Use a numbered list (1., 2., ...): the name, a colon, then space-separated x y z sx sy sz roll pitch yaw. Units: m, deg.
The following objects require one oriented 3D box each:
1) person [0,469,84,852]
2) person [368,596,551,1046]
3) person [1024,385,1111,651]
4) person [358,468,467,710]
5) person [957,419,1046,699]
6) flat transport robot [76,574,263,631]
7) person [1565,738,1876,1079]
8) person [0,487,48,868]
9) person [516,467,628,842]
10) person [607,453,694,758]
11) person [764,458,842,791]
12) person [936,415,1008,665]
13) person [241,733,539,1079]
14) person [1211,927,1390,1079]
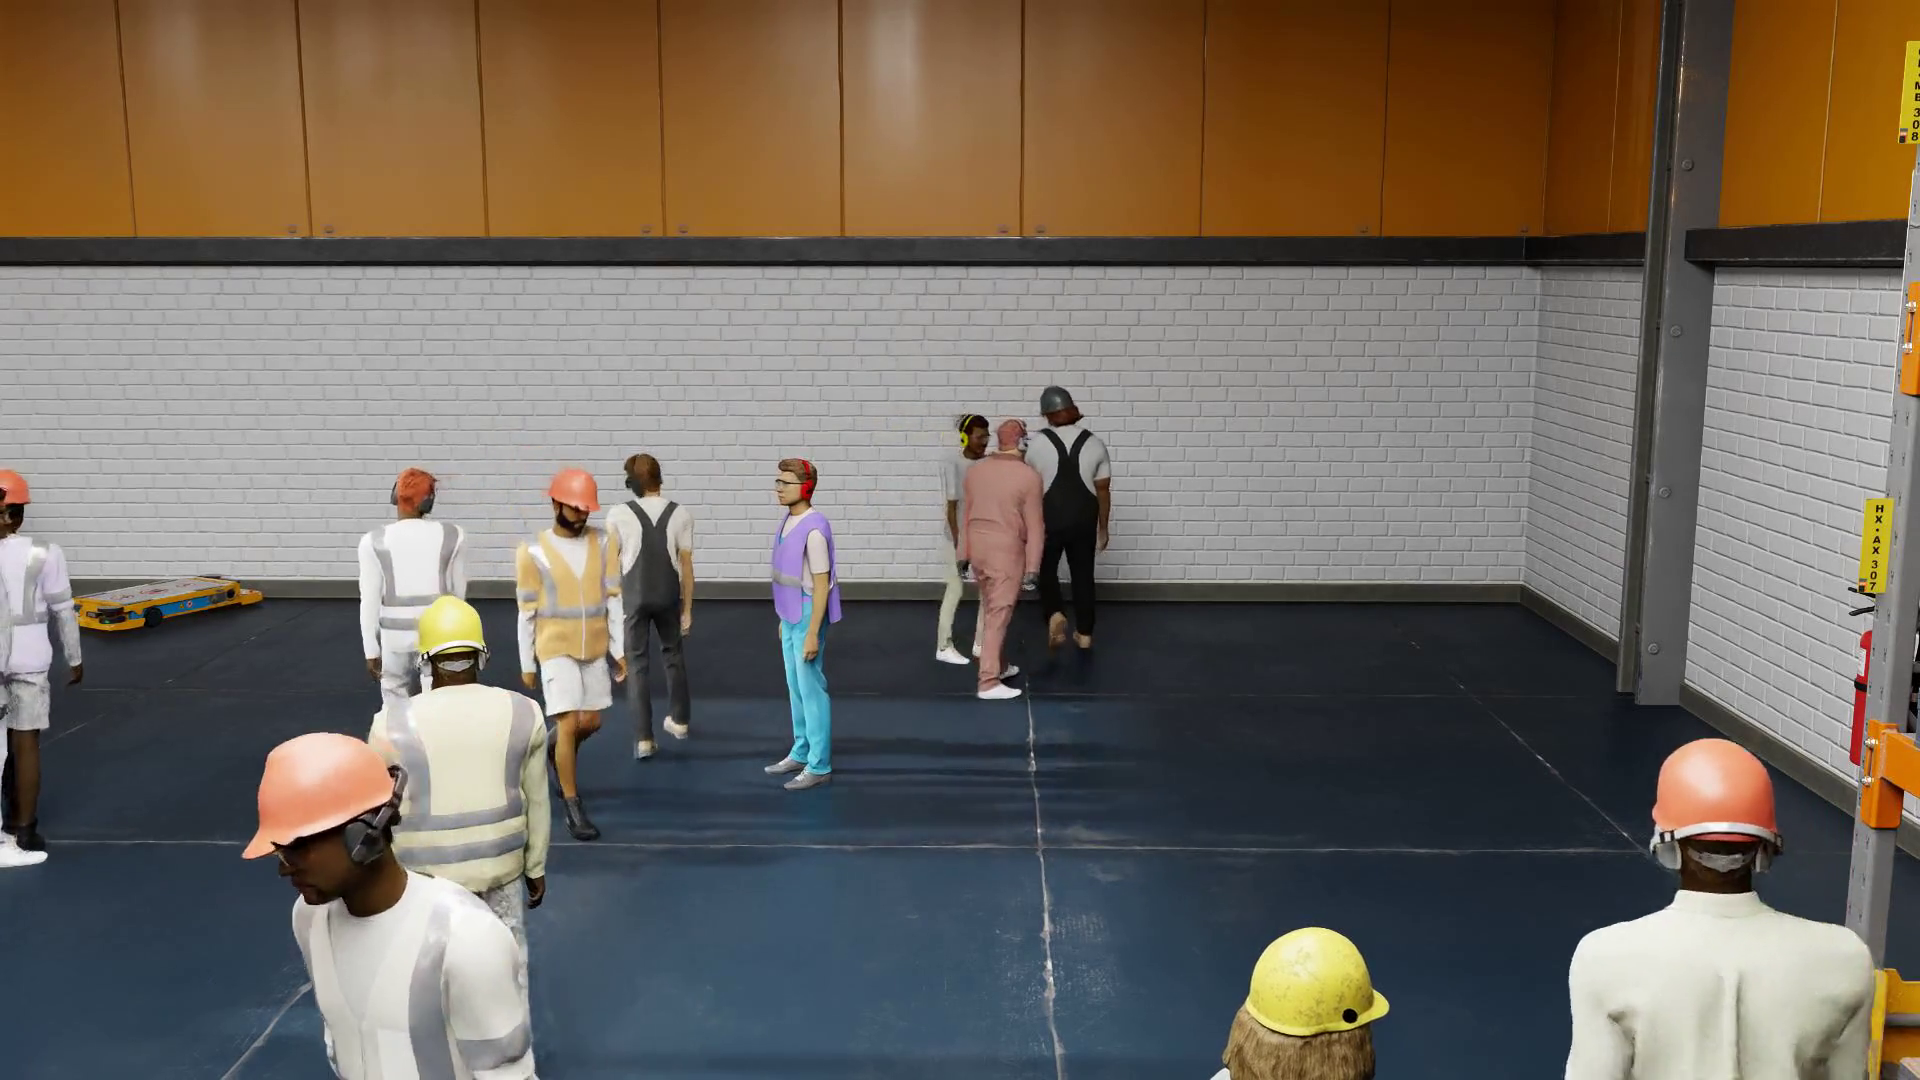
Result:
1. person: -4.748 0.593 8.351 0.589 1.892 0.923 -3 10 -17
2. person: -1.669 1.094 5.591 0.586 1.824 0.405 -5 11 -29
3. person: 0.790 -0.163 12.448 0.710 2.000 0.741 -2 10 -10
4. person: -2.929 0.528 8.976 0.570 1.837 0.984 -4 10 -23
5. person: 0.324 0.121 11.306 0.678 1.865 0.747 8 13 41
6. flat transport robot: -6.592 0.503 13.752 0.652 0.197 1.431 5 11 28
7. person: 1.544 1.391 3.401 0.612 1.963 0.912 2 10 13
8. person: -4.708 0.653 8.075 0.317 1.870 0.523 -7 12 -34
9. person: -2.047 0.544 8.658 0.535 1.904 0.812 -7 12 -35
10. person: -1.849 0.378 9.963 0.505 1.800 0.713 -4 10 -20
11. person: -0.872 0.459 9.292 0.384 1.849 0.569 -4 10 -23
12. person: 0.104 0.009 12.028 0.675 1.838 0.602 7 12 36
13. person: -1.067 1.333 3.679 0.684 1.983 0.971 5 11 28
14. person: 0.623 1.550 3.077 0.294 1.744 0.487 -5 11 -26
